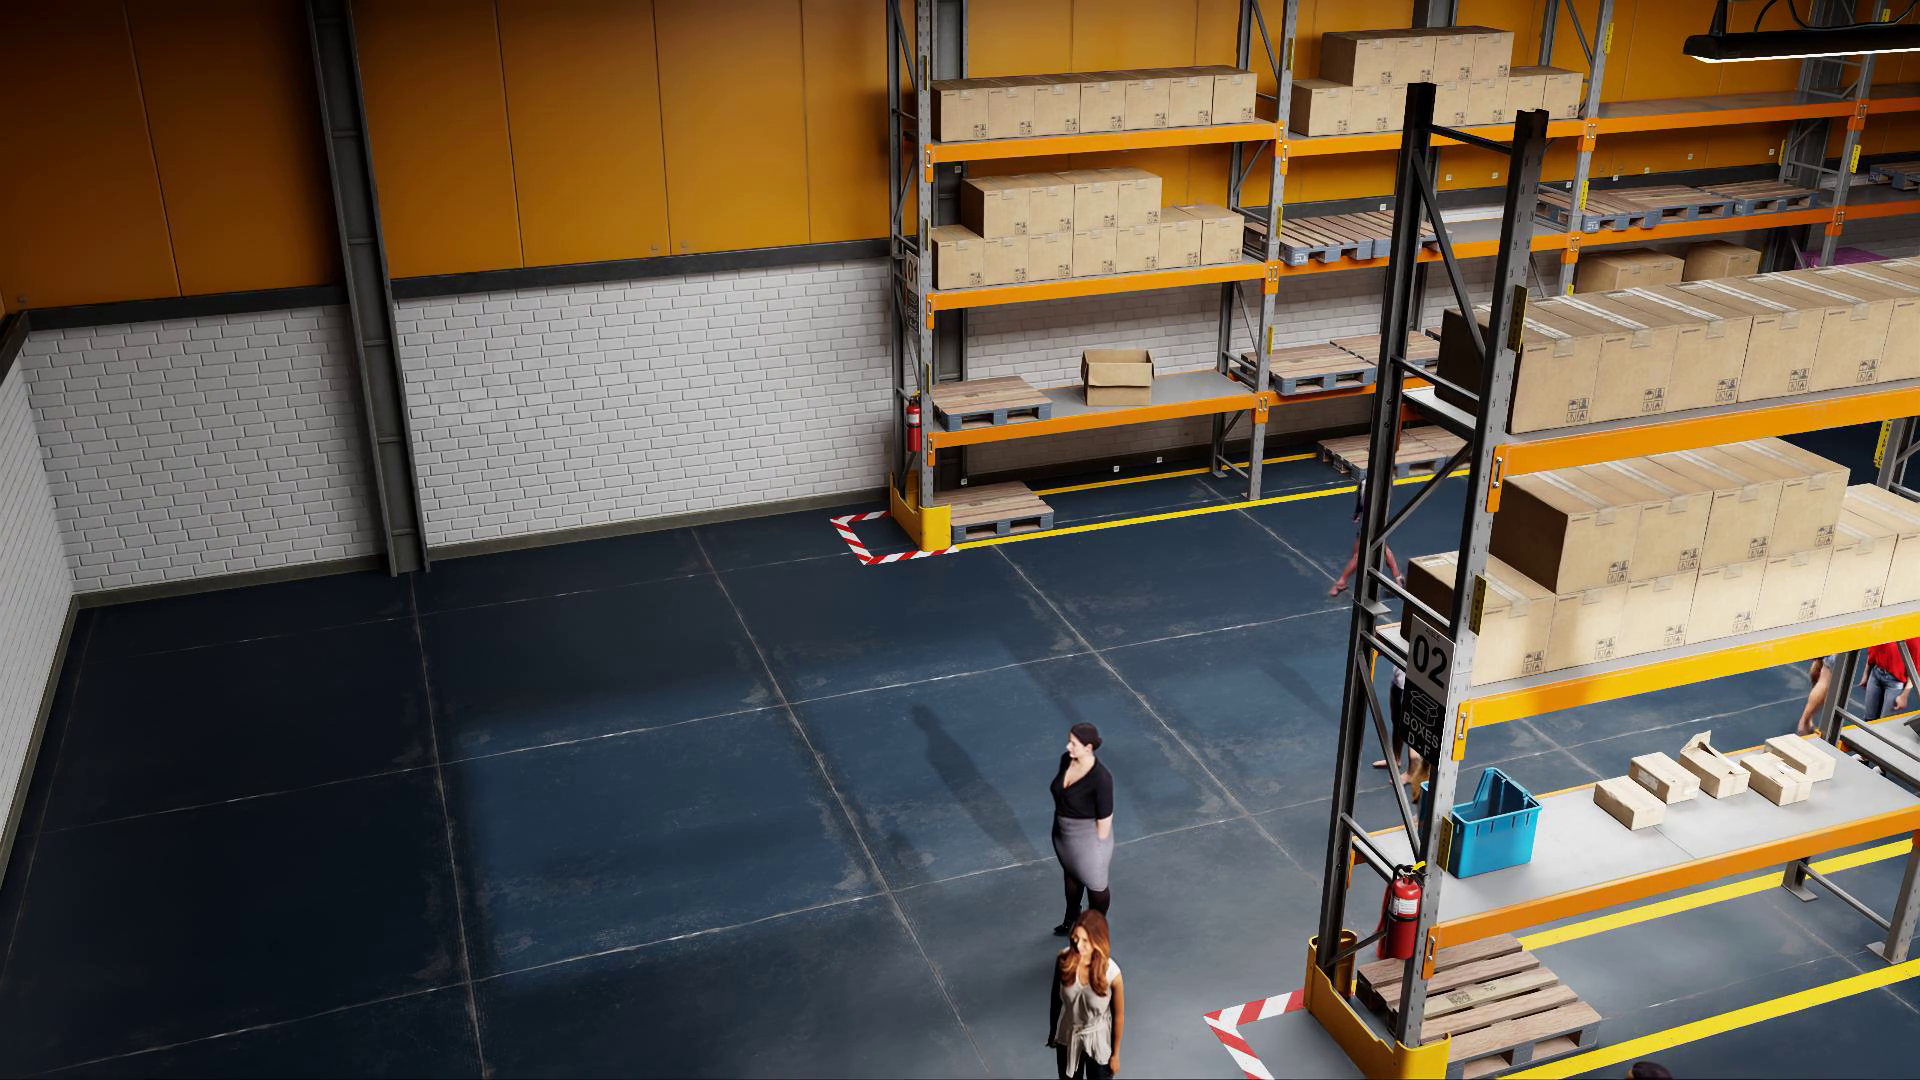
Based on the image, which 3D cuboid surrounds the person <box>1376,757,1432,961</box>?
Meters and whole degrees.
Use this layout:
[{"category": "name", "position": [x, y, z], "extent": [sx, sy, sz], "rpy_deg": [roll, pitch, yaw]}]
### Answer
[{"category": "person", "position": [3.079, 2.085, 11.172], "extent": [0.747, 1.800, 0.718], "rpy_deg": [3, 24, 8]}]

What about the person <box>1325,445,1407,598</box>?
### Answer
[{"category": "person", "position": [4.186, -0.180, 16.534], "extent": [1.128, 1.656, 0.820], "rpy_deg": [-2, 24, -5]}]

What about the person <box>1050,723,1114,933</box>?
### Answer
[{"category": "person", "position": [0.848, 2.017, 11.379], "extent": [0.700, 1.758, 0.730], "rpy_deg": [-15, 28, -31]}]

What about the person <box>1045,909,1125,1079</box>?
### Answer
[{"category": "person", "position": [0.726, 2.852, 9.437], "extent": [0.685, 1.784, 0.723], "rpy_deg": [14, 27, 28]}]

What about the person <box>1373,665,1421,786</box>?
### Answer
[{"category": "person", "position": [3.629, 1.158, 13.410], "extent": [0.552, 1.706, 0.618], "rpy_deg": [-5, 24, -12]}]

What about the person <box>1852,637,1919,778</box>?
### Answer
[{"category": "person", "position": [7.492, 1.158, 13.414], "extent": [0.516, 1.703, 0.627], "rpy_deg": [-7, 25, -16]}]
